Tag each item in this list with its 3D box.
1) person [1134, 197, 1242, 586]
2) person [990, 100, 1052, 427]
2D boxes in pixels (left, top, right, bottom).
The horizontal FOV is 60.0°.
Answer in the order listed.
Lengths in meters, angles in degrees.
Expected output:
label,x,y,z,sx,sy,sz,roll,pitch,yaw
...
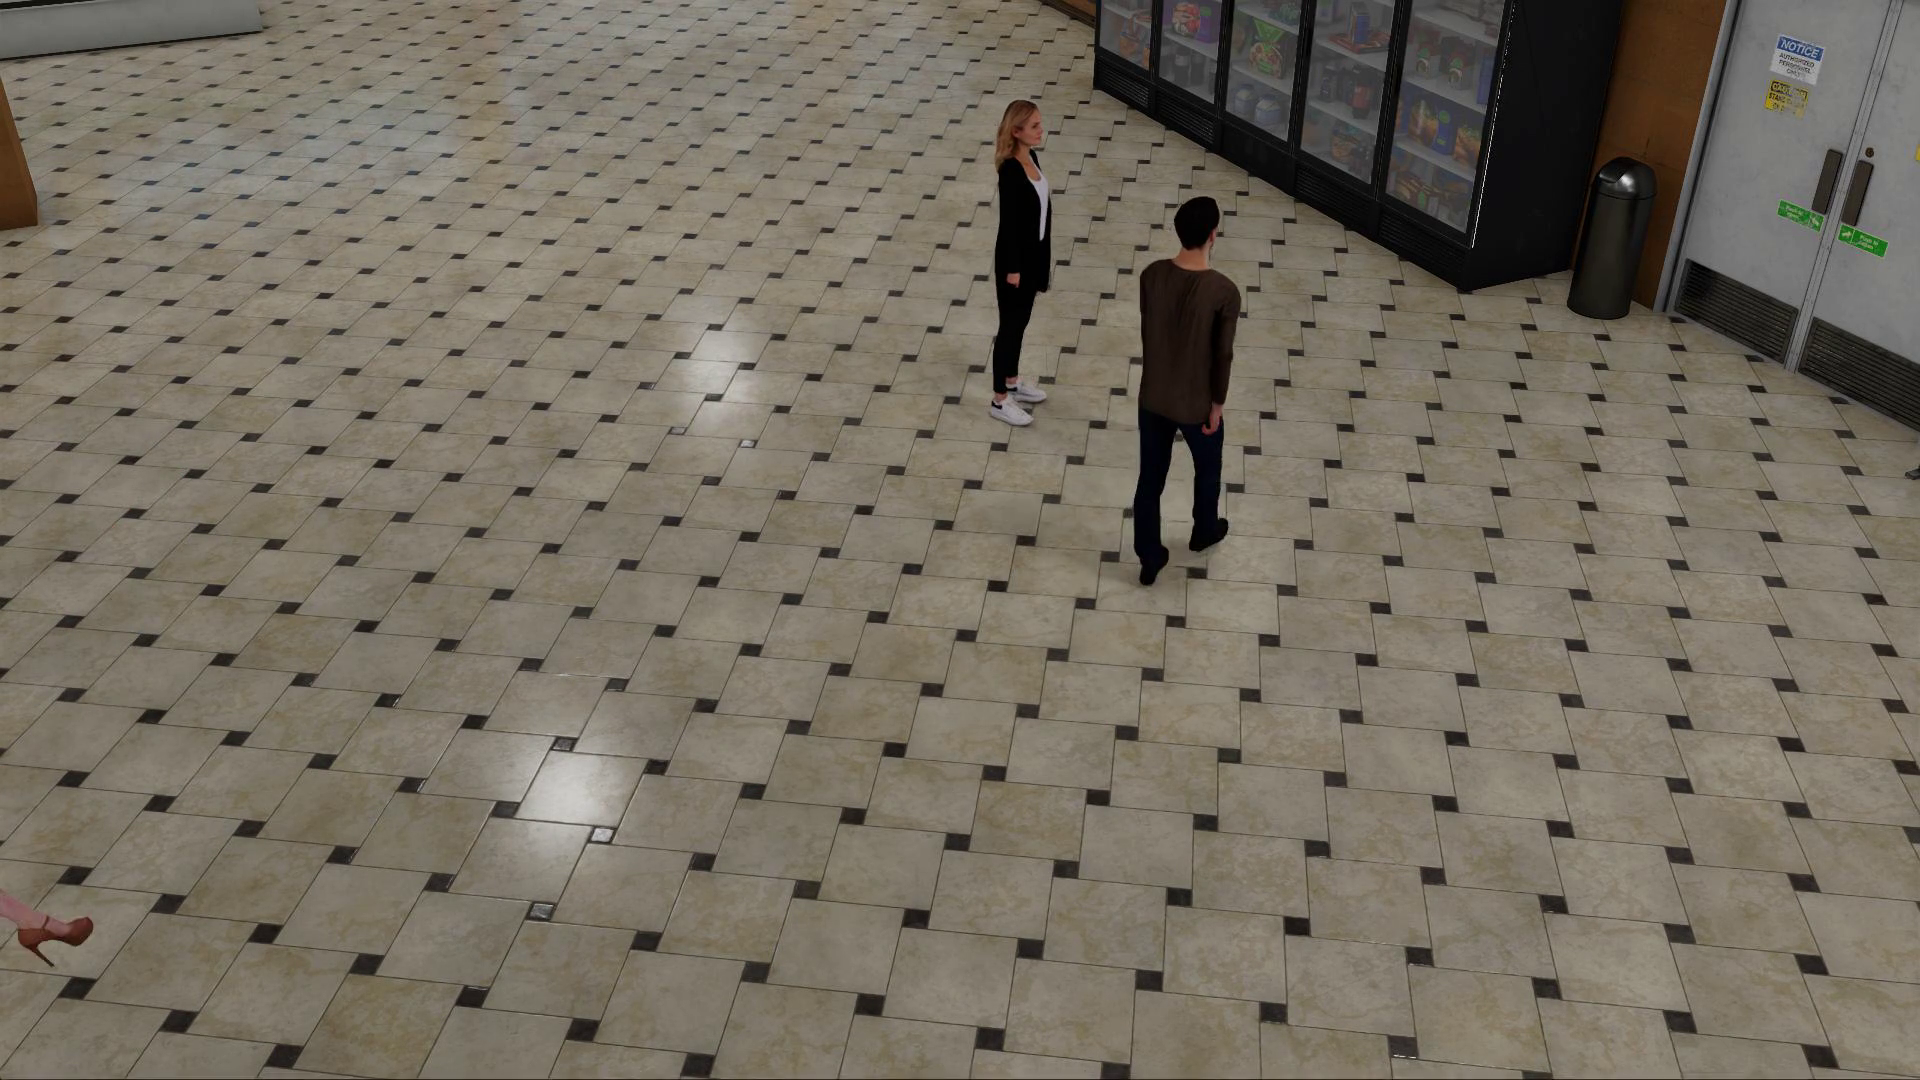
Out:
label,x,y,z,sx,sy,sz,roll,pitch,yaw
person,0.969,-0.624,7.631,0.923,1.866,1.005,14,35,21
person,0.320,-1.525,9.139,0.721,1.801,0.667,10,33,16
